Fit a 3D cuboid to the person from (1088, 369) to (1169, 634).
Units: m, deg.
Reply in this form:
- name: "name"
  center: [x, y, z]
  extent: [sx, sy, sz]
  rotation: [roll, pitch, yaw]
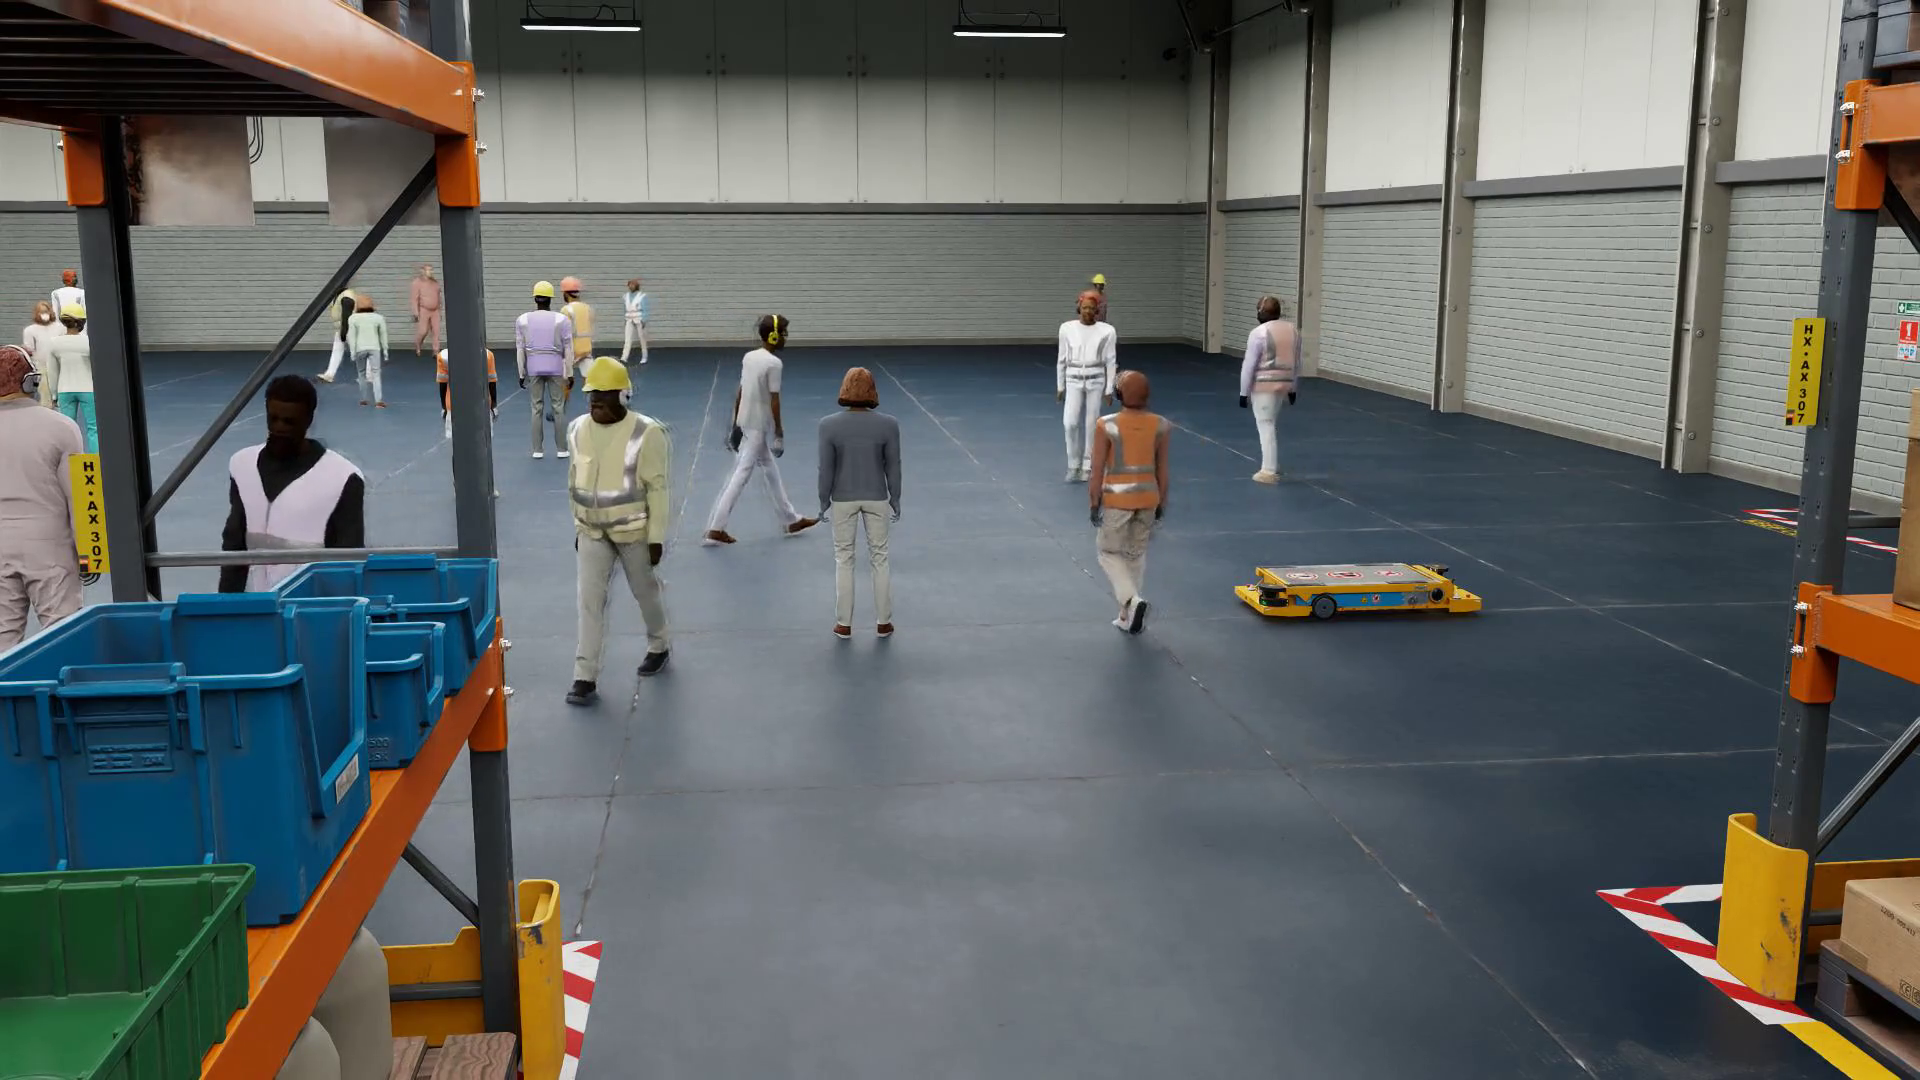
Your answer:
- name: "person"
  center: [1.037, -0.202, 9.954]
  extent: [0.518, 1.621, 0.561]
  rotation: [-4, 11, -19]

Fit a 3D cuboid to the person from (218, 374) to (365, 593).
- name: "person"
  center: [-2.641, 0.245, 6.769]
  extent: [0.609, 1.879, 0.894]
  rotation: [4, 11, 22]

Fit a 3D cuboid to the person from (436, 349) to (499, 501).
- name: "person"
  center: [-4.486, -1.202, 15.198]
  extent: [0.540, 1.698, 0.317]
  rotation: [-1, 10, -7]

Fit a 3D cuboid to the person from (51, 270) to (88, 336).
- name: "person"
  center: [-14.129, -3.360, 26.525]
  extent: [0.584, 1.881, 0.337]
  rotation: [-1, 10, -7]

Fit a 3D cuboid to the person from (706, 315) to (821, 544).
- name: "person"
  center: [-1.577, -0.866, 13.107]
  extent: [1.052, 1.797, 0.517]
  rotation: [-6, 12, -32]

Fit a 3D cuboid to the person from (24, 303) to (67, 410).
- name: "person"
  center: [-11.247, -2.128, 20.558]
  extent: [0.520, 1.585, 0.849]
  rotation: [-8, 13, -39]

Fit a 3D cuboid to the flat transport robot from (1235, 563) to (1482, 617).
- name: "flat transport robot"
  center: [2.570, 0.315, 10.798]
  extent: [1.431, 0.197, 0.652]
  rotation: [-1, 10, -7]

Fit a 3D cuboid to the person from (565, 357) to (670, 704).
- name: "person"
  center: [-1.813, -0.085, 8.845]
  extent: [0.609, 1.789, 0.921]
  rotation: [3, 11, 15]

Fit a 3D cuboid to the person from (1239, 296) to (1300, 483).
- name: "person"
  center: [2.987, -1.471, 16.316]
  extent: [0.660, 1.825, 0.537]
  rotation: [-8, 13, -37]

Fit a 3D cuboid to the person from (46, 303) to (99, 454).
- name: "person"
  center: [-8.626, -1.434, 16.294]
  extent: [0.533, 1.765, 0.324]
  rotation: [-1, 10, -7]

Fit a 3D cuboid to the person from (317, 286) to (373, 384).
- name: "person"
  center: [-10.113, -3.441, 27.273]
  extent: [0.941, 1.774, 0.688]
  rotation: [-8, 13, -36]

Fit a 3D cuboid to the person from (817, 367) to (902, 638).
- name: "person"
  center: [-0.603, -0.221, 9.999]
  extent: [0.507, 1.631, 0.266]
  rotation: [-1, 10, -7]

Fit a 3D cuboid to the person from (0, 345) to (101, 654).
- name: "person"
  center: [-4.372, 0.042, 7.815]
  extent: [0.651, 1.906, 0.403]
  rotation: [-1, 10, -7]

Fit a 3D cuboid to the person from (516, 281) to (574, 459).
- name: "person"
  center: [-4.498, -1.838, 18.062]
  extent: [0.594, 1.924, 0.382]
  rotation: [-1, 10, -7]

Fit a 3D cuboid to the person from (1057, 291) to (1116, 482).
- name: "person"
  center: [1.222, -1.475, 16.209]
  extent: [0.592, 1.866, 0.632]
  rotation: [2, 11, 10]

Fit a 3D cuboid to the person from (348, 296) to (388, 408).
- name: "person"
  center: [-8.347, -2.656, 23.515]
  extent: [0.515, 1.581, 0.726]
  rotation: [-5, 11, -24]

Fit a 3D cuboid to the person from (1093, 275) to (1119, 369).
- name: "person"
  center: [2.499, -3.940, 30.168]
  extent: [0.548, 1.716, 0.919]
  rotation: [-8, 13, -36]

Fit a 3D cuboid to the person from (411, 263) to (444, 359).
- name: "person"
  center: [-10.449, -4.488, 32.670]
  extent: [0.659, 1.893, 0.617]
  rotation: [-10, 14, -43]

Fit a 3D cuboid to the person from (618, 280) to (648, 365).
- name: "person"
  center: [-6.155, -4.110, 31.422]
  extent: [0.544, 1.585, 0.870]
  rotation: [4, 11, 19]

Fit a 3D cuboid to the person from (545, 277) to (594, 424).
- name: "person"
  center: [-4.903, -2.394, 21.229]
  extent: [0.977, 1.891, 0.558]
  rotation: [7, 12, 34]
